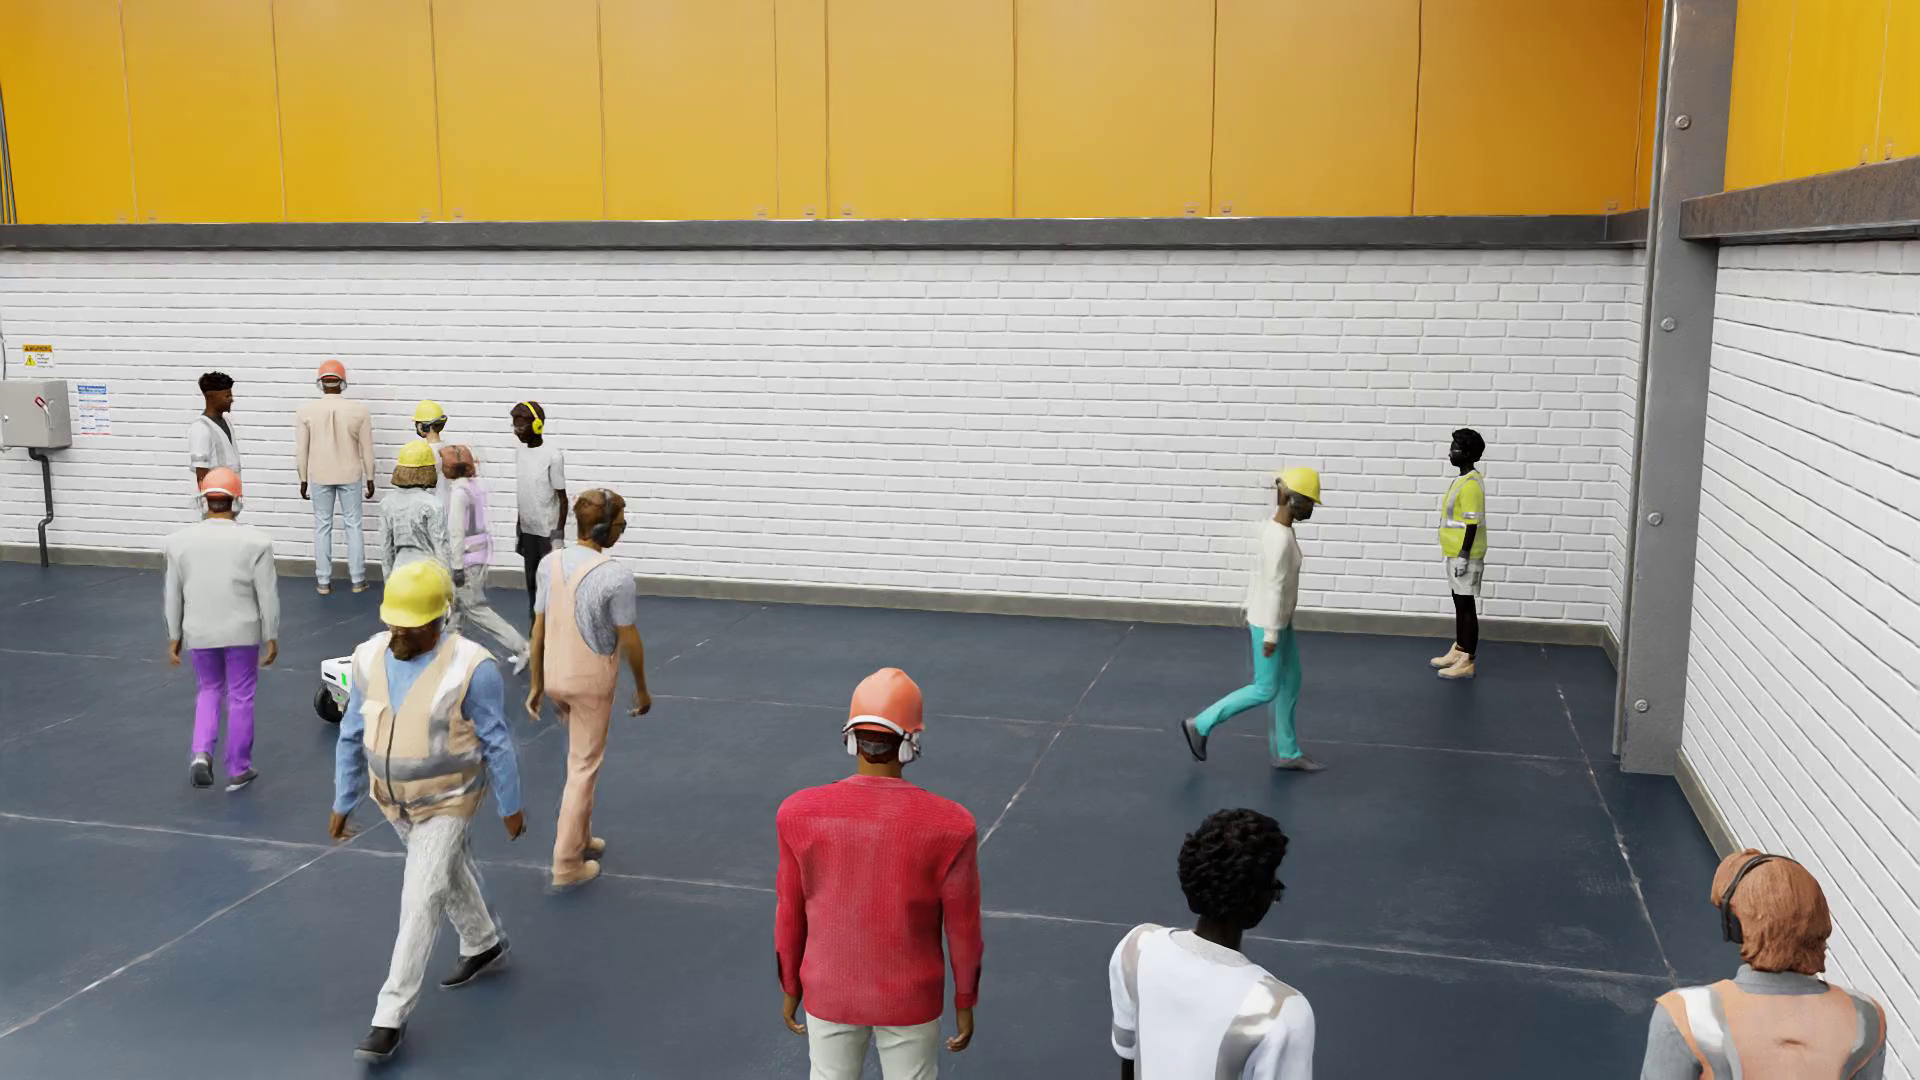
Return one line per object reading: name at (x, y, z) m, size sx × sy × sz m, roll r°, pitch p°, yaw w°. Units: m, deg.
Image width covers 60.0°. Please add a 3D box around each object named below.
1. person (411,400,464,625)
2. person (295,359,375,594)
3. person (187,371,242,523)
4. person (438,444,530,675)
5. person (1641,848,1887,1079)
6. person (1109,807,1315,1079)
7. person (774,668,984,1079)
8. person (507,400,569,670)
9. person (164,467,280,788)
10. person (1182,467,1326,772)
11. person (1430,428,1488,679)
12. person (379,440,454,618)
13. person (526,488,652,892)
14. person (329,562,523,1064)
person at (-3.978, -0.174, 12.606) m, size 0.315 × 1.768 × 0.526 m, roll 1°, pitch 10°, yaw 8°
person at (-5.274, -0.531, 14.080) m, size 0.624 × 1.983 × 0.413 m, roll -3°, pitch 10°, yaw -17°
person at (-5.845, -0.348, 13.101) m, size 0.377 × 1.950 × 0.600 m, roll -1°, pitch 10°, yaw -5°
person at (-3.272, 0.144, 11.217) m, size 0.772 × 1.605 × 0.519 m, roll -1°, pitch 10°, yaw -5°
person at (1.641, 1.447, 3.464) m, size 0.526 × 1.632 × 0.312 m, roll -1°, pitch 10°, yaw -6°
person at (0.539, 1.398, 3.586) m, size 0.319 × 1.688 × 0.539 m, roll -9°, pitch 13°, yaw -41°
person at (-0.218, 1.208, 4.556) m, size 0.576 × 1.737 × 0.355 m, roll 1°, pitch 10°, yaw 5°
person at (-2.916, -0.036, 11.512) m, size 0.513 × 1.864 × 0.337 m, roll 8°, pitch 12°, yaw 38°
person at (-3.911, 0.479, 8.855) m, size 0.583 × 1.727 × 0.471 m, roll -1°, pitch 10°, yaw -3°
person at (1.631, 0.445, 9.091) m, size 0.721 × 1.718 × 0.579 m, roll 2°, pitch 10°, yaw 12°
person at (3.401, 0.087, 11.272) m, size 0.318 × 1.697 × 0.535 m, roll 1°, pitch 10°, yaw 8°
person at (-3.270, 0.264, 10.090) m, size 0.493 × 1.742 × 0.322 m, roll 4°, pitch 11°, yaw 24°
person at (-1.645, 0.663, 7.519) m, size 0.534 × 1.816 × 0.623 m, roll 6°, pitch 11°, yaw 32°
person at (-1.960, 0.934, 6.092) m, size 0.625 × 1.772 × 0.960 m, roll 4°, pitch 10°, yaw 22°
